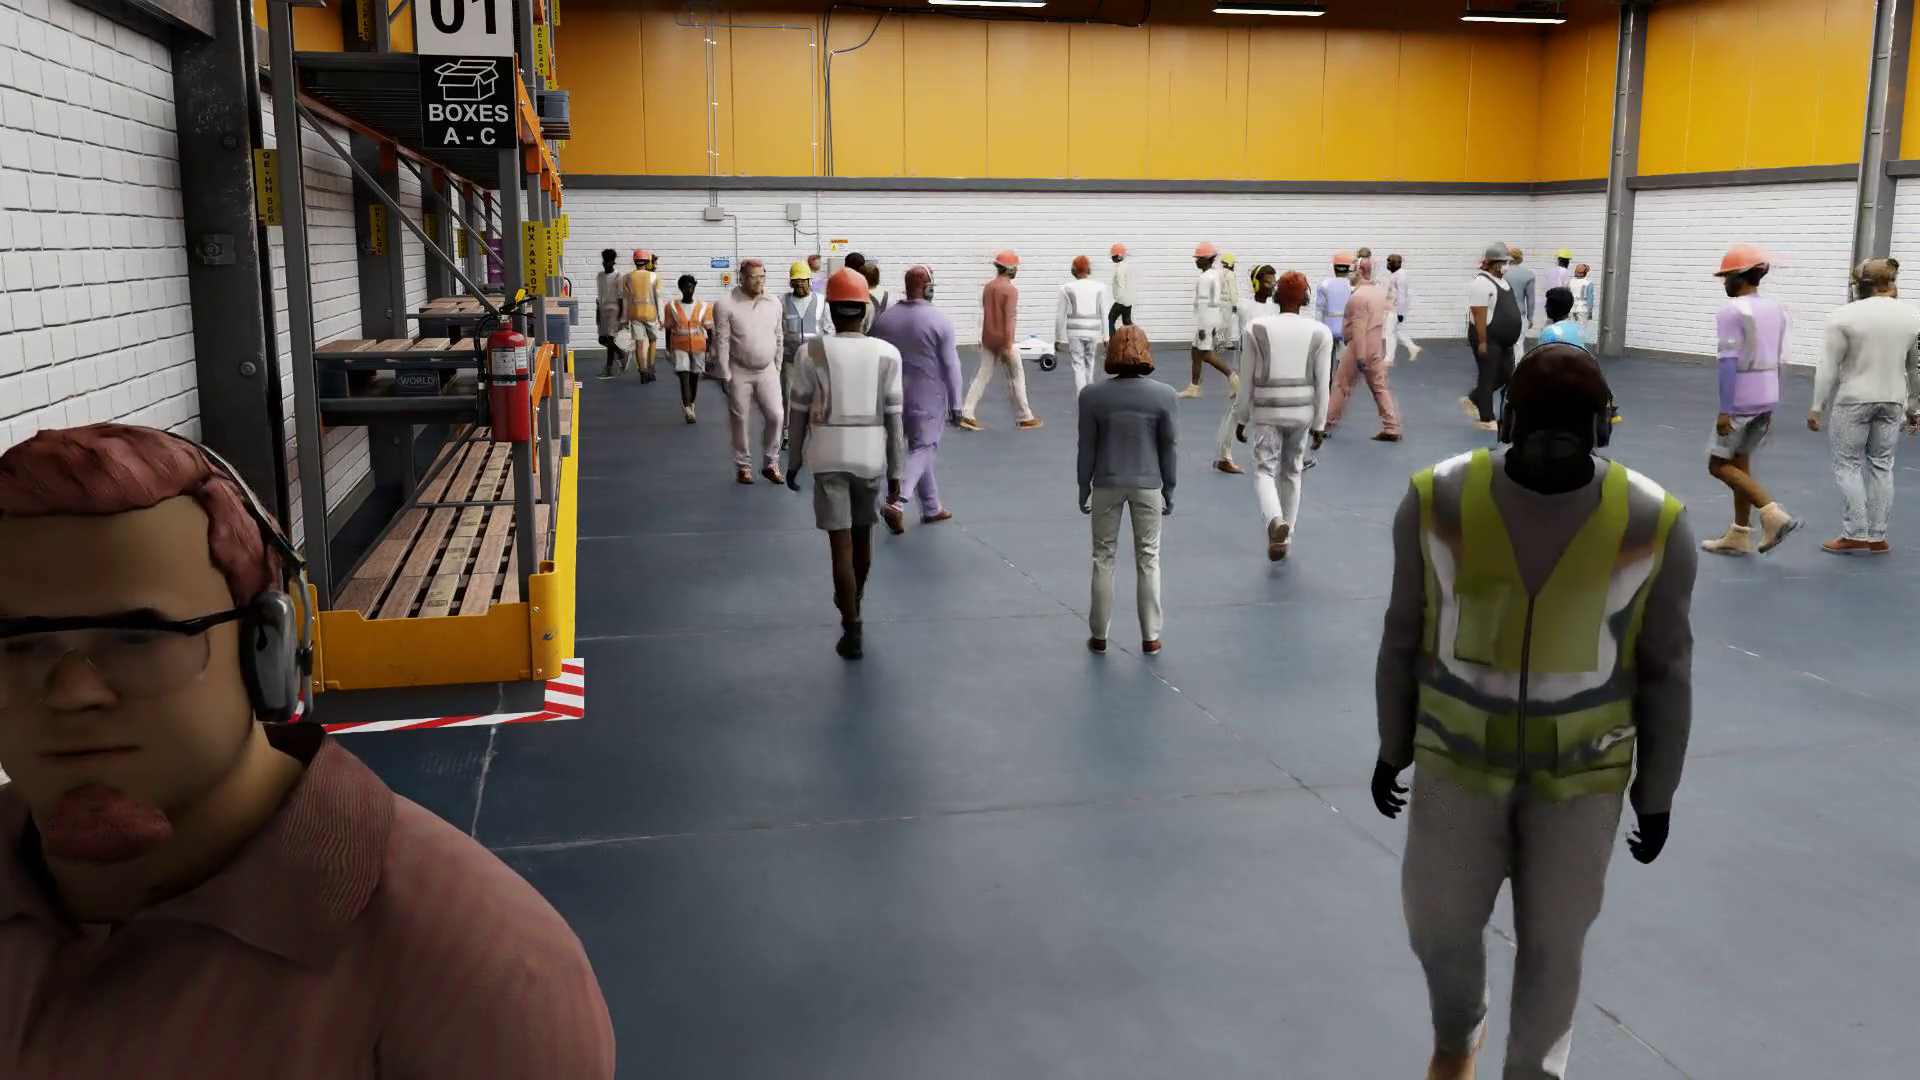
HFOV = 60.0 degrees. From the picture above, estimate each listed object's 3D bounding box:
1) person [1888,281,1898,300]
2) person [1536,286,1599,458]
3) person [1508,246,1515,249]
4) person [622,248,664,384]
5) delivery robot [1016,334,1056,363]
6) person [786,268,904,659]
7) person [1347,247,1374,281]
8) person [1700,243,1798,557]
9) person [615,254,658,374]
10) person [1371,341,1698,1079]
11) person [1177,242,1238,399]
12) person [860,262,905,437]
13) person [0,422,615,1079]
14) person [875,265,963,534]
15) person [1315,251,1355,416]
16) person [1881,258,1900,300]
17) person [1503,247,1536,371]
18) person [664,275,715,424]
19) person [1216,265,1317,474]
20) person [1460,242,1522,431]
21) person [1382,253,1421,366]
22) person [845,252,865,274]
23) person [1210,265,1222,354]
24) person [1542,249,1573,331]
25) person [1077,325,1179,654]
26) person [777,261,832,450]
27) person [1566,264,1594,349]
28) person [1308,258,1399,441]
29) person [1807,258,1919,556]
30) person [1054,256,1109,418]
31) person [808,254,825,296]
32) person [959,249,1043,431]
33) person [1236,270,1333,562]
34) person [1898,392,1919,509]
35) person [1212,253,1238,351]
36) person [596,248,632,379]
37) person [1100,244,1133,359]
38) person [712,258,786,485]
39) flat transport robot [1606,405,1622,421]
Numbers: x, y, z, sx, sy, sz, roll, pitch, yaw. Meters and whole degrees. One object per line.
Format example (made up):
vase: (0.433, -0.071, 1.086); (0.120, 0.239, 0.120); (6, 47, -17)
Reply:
person: (9.107, -1.741, 16.460); (0.514, 1.642, 0.314); (1, 10, 5)
person: (4.922, -1.234, 13.571); (0.537, 1.667, 0.797); (-9, 14, -42)
person: (8.530, -3.613, 26.012); (0.362, 1.935, 0.553); (3, 11, 18)
person: (-4.511, -3.187, 23.695); (0.578, 1.917, 0.607); (-1, 10, -6)
delivery robot: (1.156, -2.983, 26.090); (0.707, 0.478, 0.477); (1, 10, 4)
person: (-0.595, -0.407, 8.381); (0.550, 1.891, 0.962); (-4, 11, -19)
person: (6.771, -3.970, 28.046); (0.431, 1.923, 0.634); (-3, 11, -16)
person: (5.033, -0.868, 10.582); (0.653, 2.016, 0.664); (-7, 12, -33)
person: (-4.907, -3.438, 25.350); (0.629, 1.830, 0.551); (-6, 12, -29)
person: (1.215, 0.489, 3.581); (0.652, 1.830, 0.438); (4, 11, 19)
person: (3.203, -2.773, 21.155); (0.878, 2.020, 0.613); (4, 11, 20)
person: (-0.817, -1.850, 16.588); (0.509, 1.827, 0.687); (-8, 13, -37)
person: (-0.592, 0.861, 1.292); (0.651, 1.913, 0.410); (2, 10, 13)
person: (-0.306, -0.995, 11.702); (0.654, 1.872, 0.931); (7, 13, 35)
person: (4.474, -2.441, 19.617); (0.576, 1.891, 0.949); (2, 10, 12)
person: (9.601, -2.032, 17.492); (0.543, 1.845, 0.411); (-4, 11, -20)
person: (7.776, -3.155, 23.472); (0.635, 1.937, 0.352); (4, 11, 21)
person: (-3.031, -2.142, 18.658); (0.546, 1.648, 0.890); (-3, 11, -18)
person: (2.614, -1.442, 14.307); (0.975, 1.817, 0.571); (10, 14, 44)
person: (5.700, -2.189, 17.835); (0.625, 2.000, 0.690); (10, 14, 43)
person: (7.106, -3.704, 26.826); (0.673, 1.831, 0.644); (1, 10, 3)
person: (-1.161, -2.171, 18.112); (0.618, 1.897, 0.633); (4, 11, 21)
person: (4.359, -4.023, 29.161); (0.366, 1.617, 0.518); (-5, 11, -25)
person: (10.362, -4.061, 28.647); (0.893, 1.874, 0.600); (-3, 11, -18)
person: (0.826, -0.243, 8.211); (0.495, 1.625, 0.280); (1, 10, 5)
person: (-1.540, -1.785, 16.172); (0.600, 1.831, 0.404); (-1, 10, -7)
person: (10.439, -3.836, 28.070); (0.312, 1.639, 0.518); (-7, 12, -34)
person: (4.053, -1.935, 16.957); (1.009, 1.853, 0.645); (8, 13, 39)
person: (5.900, -0.856, 10.799); (0.690, 1.920, 0.417); (-1, 10, -3)
person: (1.378, -2.349, 19.262); (0.598, 1.837, 0.971); (-2, 10, -12)
person: (-2.442, -3.743, 27.057); (0.820, 1.823, 0.565); (3, 11, 16)
person: (0.402, -2.131, 17.803); (1.012, 1.951, 0.614); (-7, 13, -36)
person: (2.046, -0.770, 10.484); (0.578, 1.857, 0.748); (0, 10, 2)
person: (7.009, -0.871, 11.798); (0.572, 1.576, 0.878); (1, 10, 5)
person: (4.775, -4.320, 30.290); (0.726, 1.807, 0.599); (-2, 10, -13)
person: (-5.097, -3.340, 24.571); (0.649, 1.922, 0.666); (8, 13, 37)
person: (2.690, -4.062, 28.408); (0.718, 1.962, 0.697); (4, 11, 23)
person: (-1.719, -1.382, 13.800); (0.644, 1.884, 0.606); (-5, 11, -25)
flat transport robot: (6.857, -1.506, 18.952); (0.652, 0.197, 1.431); (-2, 10, -9)
